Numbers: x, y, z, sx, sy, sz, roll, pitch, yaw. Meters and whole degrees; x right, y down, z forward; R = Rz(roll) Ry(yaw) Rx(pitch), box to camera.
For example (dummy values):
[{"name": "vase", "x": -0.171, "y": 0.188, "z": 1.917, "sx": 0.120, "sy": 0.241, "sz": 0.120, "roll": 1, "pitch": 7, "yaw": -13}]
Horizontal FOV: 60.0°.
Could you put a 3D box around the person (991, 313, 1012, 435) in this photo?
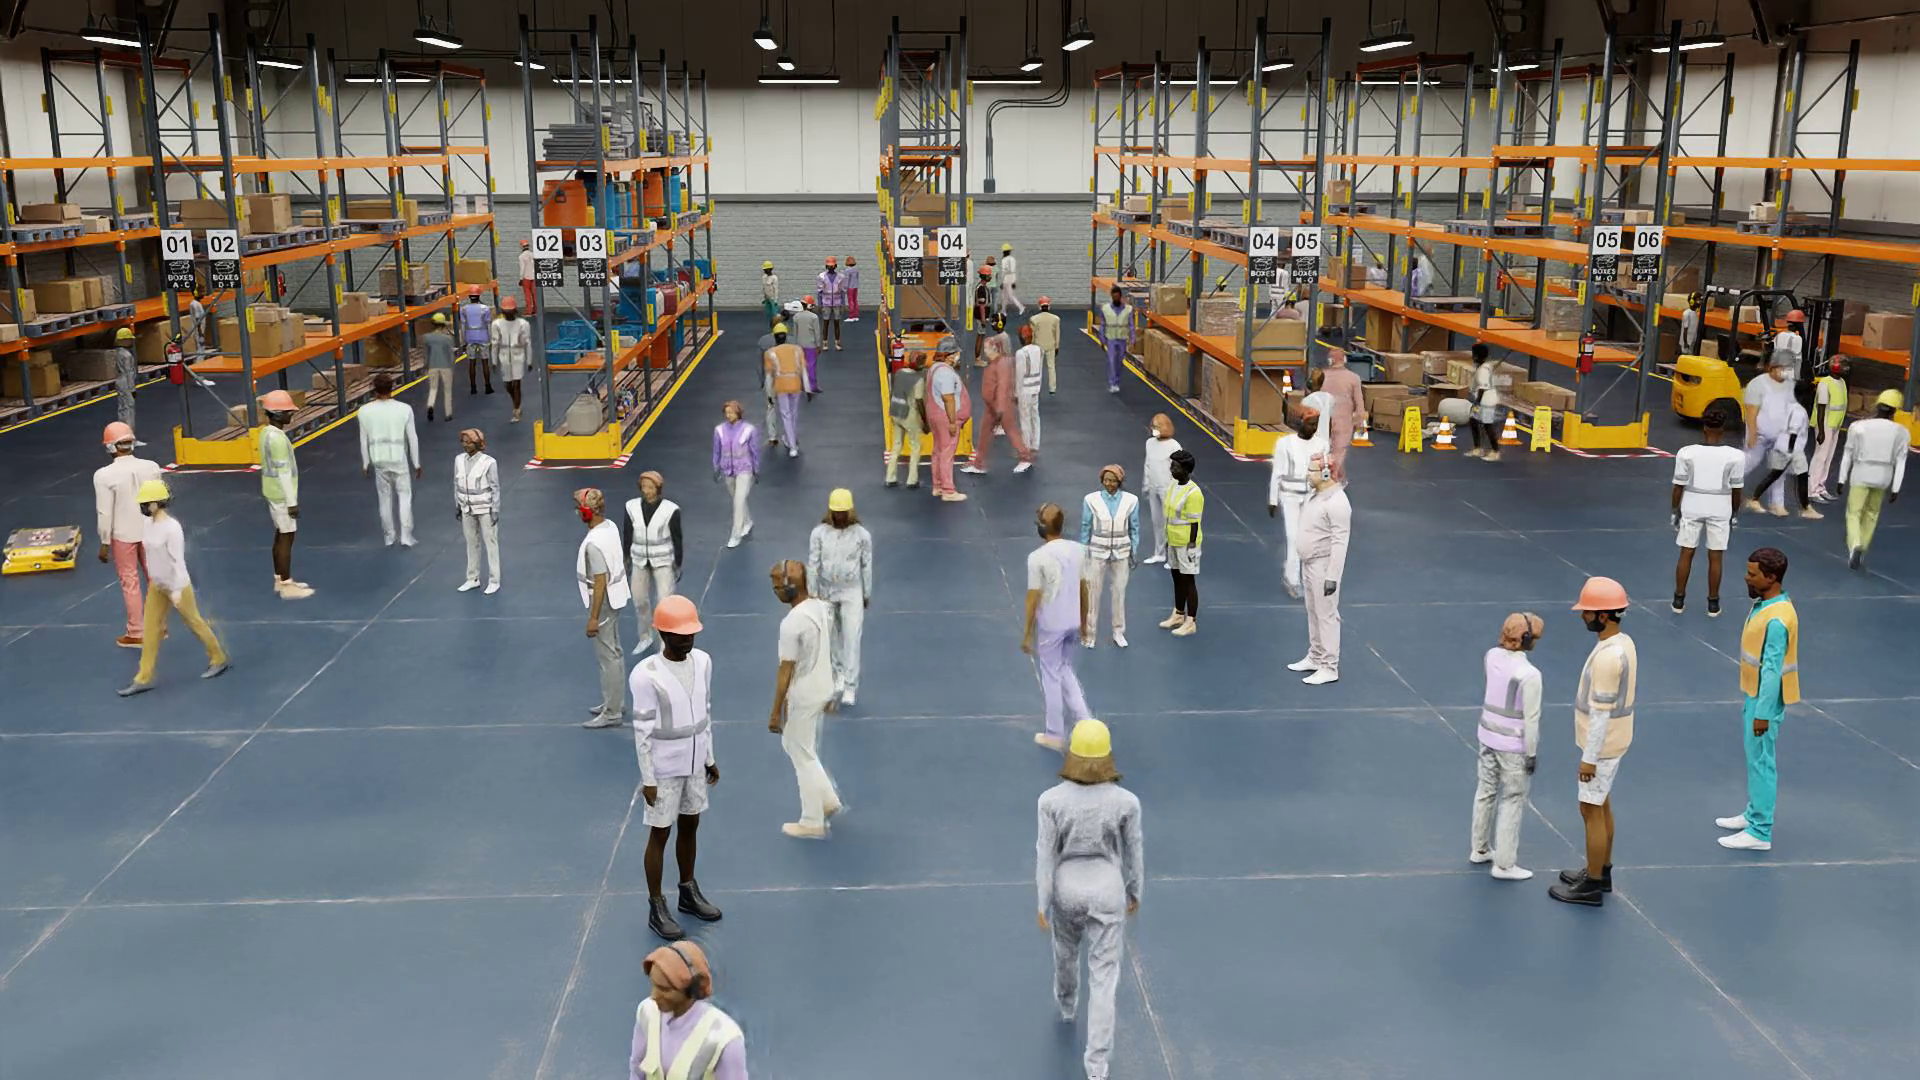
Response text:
[{"name": "person", "x": 0.634, "y": -2.543, "z": 25.443, "sx": 0.325, "sy": 1.861, "sz": 0.502, "roll": -1, "pitch": 13, "yaw": -5}]

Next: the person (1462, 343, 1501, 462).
[{"name": "person", "x": 7.289, "y": -1.912, "z": 23.145, "sx": 0.620, "sy": 1.658, "sz": 0.549, "roll": 2, "pitch": 14, "yaw": 10}]

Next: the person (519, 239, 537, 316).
[{"name": "person", "x": -11.240, "y": -6.810, "z": 43.236, "sx": 0.393, "sy": 1.985, "sz": 0.610, "roll": 7, "pitch": 15, "yaw": 26}]

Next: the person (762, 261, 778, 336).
[{"name": "person", "x": -4.396, "y": -5.566, "z": 38.470, "sx": 0.363, "sy": 1.756, "sz": 0.524, "roll": -11, "pitch": 17, "yaw": -39}]

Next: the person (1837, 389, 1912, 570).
[{"name": "person", "x": 9.452, "y": -0.616, "z": 17.221, "sx": 0.618, "sy": 1.888, "sz": 0.794, "roll": 5, "pitch": 14, "yaw": 21}]

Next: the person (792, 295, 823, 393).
[{"name": "person", "x": -2.705, "y": -3.492, "z": 29.697, "sx": 0.563, "sy": 1.742, "sz": 0.339, "roll": 8, "pitch": 15, "yaw": 29}]

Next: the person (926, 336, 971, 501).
[{"name": "person", "x": -0.129, "y": -1.521, "z": 20.713, "sx": 0.535, "sy": 2.000, "sz": 0.673, "roll": -4, "pitch": 14, "yaw": -18}]

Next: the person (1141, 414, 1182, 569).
[{"name": "person", "x": 2.111, "y": -0.516, "z": 17.358, "sx": 0.298, "sy": 1.627, "sz": 0.502, "roll": -10, "pitch": 16, "yaw": -35}]

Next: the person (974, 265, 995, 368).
[{"name": "person", "x": 0.486, "y": -4.464, "z": 33.204, "sx": 0.415, "sy": 2.034, "sz": 0.605, "roll": 0, "pitch": 13, "yaw": 2}]

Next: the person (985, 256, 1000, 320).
[{"name": "person", "x": 0.780, "y": -6.396, "z": 42.265, "sx": 0.506, "sy": 1.624, "sz": 0.289, "roll": -7, "pitch": 15, "yaw": -28}]

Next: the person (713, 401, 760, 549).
[{"name": "person", "x": -2.472, "y": -0.770, "z": 18.492, "sx": 0.518, "sy": 1.595, "sz": 0.880, "roll": 4, "pitch": 14, "yaw": 17}]

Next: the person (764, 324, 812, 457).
[{"name": "person", "x": -2.486, "y": -2.150, "z": 23.777, "sx": 0.648, "sy": 1.849, "sz": 0.988, "roll": -6, "pitch": 14, "yaw": -23}]

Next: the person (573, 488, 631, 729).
[{"name": "person", "x": -2.688, "y": 0.509, "z": 12.545, "sx": 0.390, "sy": 1.838, "sz": 0.563, "roll": 0, "pitch": 13, "yaw": -1}]

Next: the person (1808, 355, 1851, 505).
[{"name": "person", "x": 10.694, "y": -1.373, "z": 20.504, "sx": 0.575, "sy": 1.841, "sz": 0.375, "roll": -12, "pitch": 18, "yaw": -42}]

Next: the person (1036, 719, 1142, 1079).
[{"name": "person", "x": 0.621, "y": 1.662, "z": 7.968, "sx": 0.497, "sy": 1.697, "sz": 0.865, "roll": 2, "pitch": 13, "yaw": 7}]

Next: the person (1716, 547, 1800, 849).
[{"name": "person", "x": 5.025, "y": 0.983, "z": 10.390, "sx": 0.380, "sy": 1.910, "sz": 0.592, "roll": 5, "pitch": 14, "yaw": 19}]

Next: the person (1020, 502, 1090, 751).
[{"name": "person", "x": 0.701, "y": 0.634, "z": 12.038, "sx": 0.527, "sy": 1.827, "sz": 0.416, "roll": -12, "pitch": 18, "yaw": -41}]

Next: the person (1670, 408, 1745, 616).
[{"name": "person", "x": 6.973, "y": -0.263, "z": 15.560, "sx": 0.605, "sy": 1.958, "sz": 0.373, "roll": 7, "pitch": 15, "yaw": 27}]

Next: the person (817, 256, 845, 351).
[{"name": "person", "x": -2.759, "y": -5.085, "z": 35.805, "sx": 0.607, "sy": 2.044, "sz": 0.379, "roll": -3, "pitch": 14, "yaw": -12}]

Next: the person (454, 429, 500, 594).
[{"name": "person", "x": -4.737, "y": -0.286, "z": 16.333, "sx": 0.513, "sy": 1.642, "sz": 0.313, "roll": 6, "pitch": 14, "yaw": 23}]

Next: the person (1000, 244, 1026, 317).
[{"name": "person", "x": 1.325, "y": -6.700, "z": 42.978, "sx": 0.866, "sy": 1.886, "sz": 0.645, "roll": 7, "pitch": 15, "yaw": 26}]

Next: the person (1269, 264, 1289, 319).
[{"name": "person", "x": 7.319, "y": -5.558, "z": 38.164, "sx": 0.358, "sy": 1.880, "sz": 0.575, "roll": -9, "pitch": 16, "yaw": -33}]

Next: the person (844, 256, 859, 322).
[{"name": "person", "x": -2.740, "y": -6.329, "z": 41.954, "sx": 0.279, "sy": 1.633, "sz": 0.500, "roll": 9, "pitch": 16, "yaw": 32}]

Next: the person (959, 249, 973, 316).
[{"name": "person", "x": 0.152, "y": -6.714, "z": 43.348, "sx": 0.350, "sy": 1.743, "sz": 0.563, "roll": 5, "pitch": 14, "yaw": 22}]

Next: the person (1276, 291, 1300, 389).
[{"name": "person", "x": 5.972, "y": -3.638, "z": 30.270, "sx": 0.315, "sy": 1.769, "sz": 0.525, "roll": -12, "pitch": 18, "yaw": -41}]

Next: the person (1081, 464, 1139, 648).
[{"name": "person", "x": 1.311, "y": 0.138, "z": 14.551, "sx": 0.515, "sy": 1.636, "sz": 0.315, "roll": -1, "pitch": 13, "yaw": -4}]

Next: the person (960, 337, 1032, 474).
[{"name": "person", "x": 0.530, "y": -1.799, "z": 22.321, "sx": 1.008, "sy": 1.856, "sz": 0.686, "roll": -5, "pitch": 14, "yaw": -21}]

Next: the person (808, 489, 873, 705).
[{"name": "person", "x": -0.953, "y": 0.445, "z": 13.118, "sx": 0.493, "sy": 1.700, "sz": 0.891, "roll": 1, "pitch": 13, "yaw": 6}]

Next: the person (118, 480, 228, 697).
[{"name": "person", "x": -6.403, "y": 0.355, "z": 13.454, "sx": 0.535, "sy": 1.720, "sz": 0.893, "roll": 9, "pitch": 16, "yaw": 32}]

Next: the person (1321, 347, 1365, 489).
[{"name": "person", "x": 4.763, "y": -1.502, "z": 21.018, "sx": 0.675, "sy": 1.865, "sz": 0.924, "roll": 10, "pitch": 17, "yaw": 36}]

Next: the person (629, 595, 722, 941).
[{"name": "person", "x": -1.554, "y": 1.239, "z": 9.235, "sx": 0.370, "sy": 1.939, "sz": 0.543, "roll": 11, "pitch": 17, "yaw": 38}]

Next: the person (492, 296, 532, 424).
[{"name": "person", "x": -7.172, "y": -2.919, "z": 26.698, "sx": 0.614, "sy": 2.018, "sz": 0.925, "roll": -1, "pitch": 13, "yaw": -2}]
